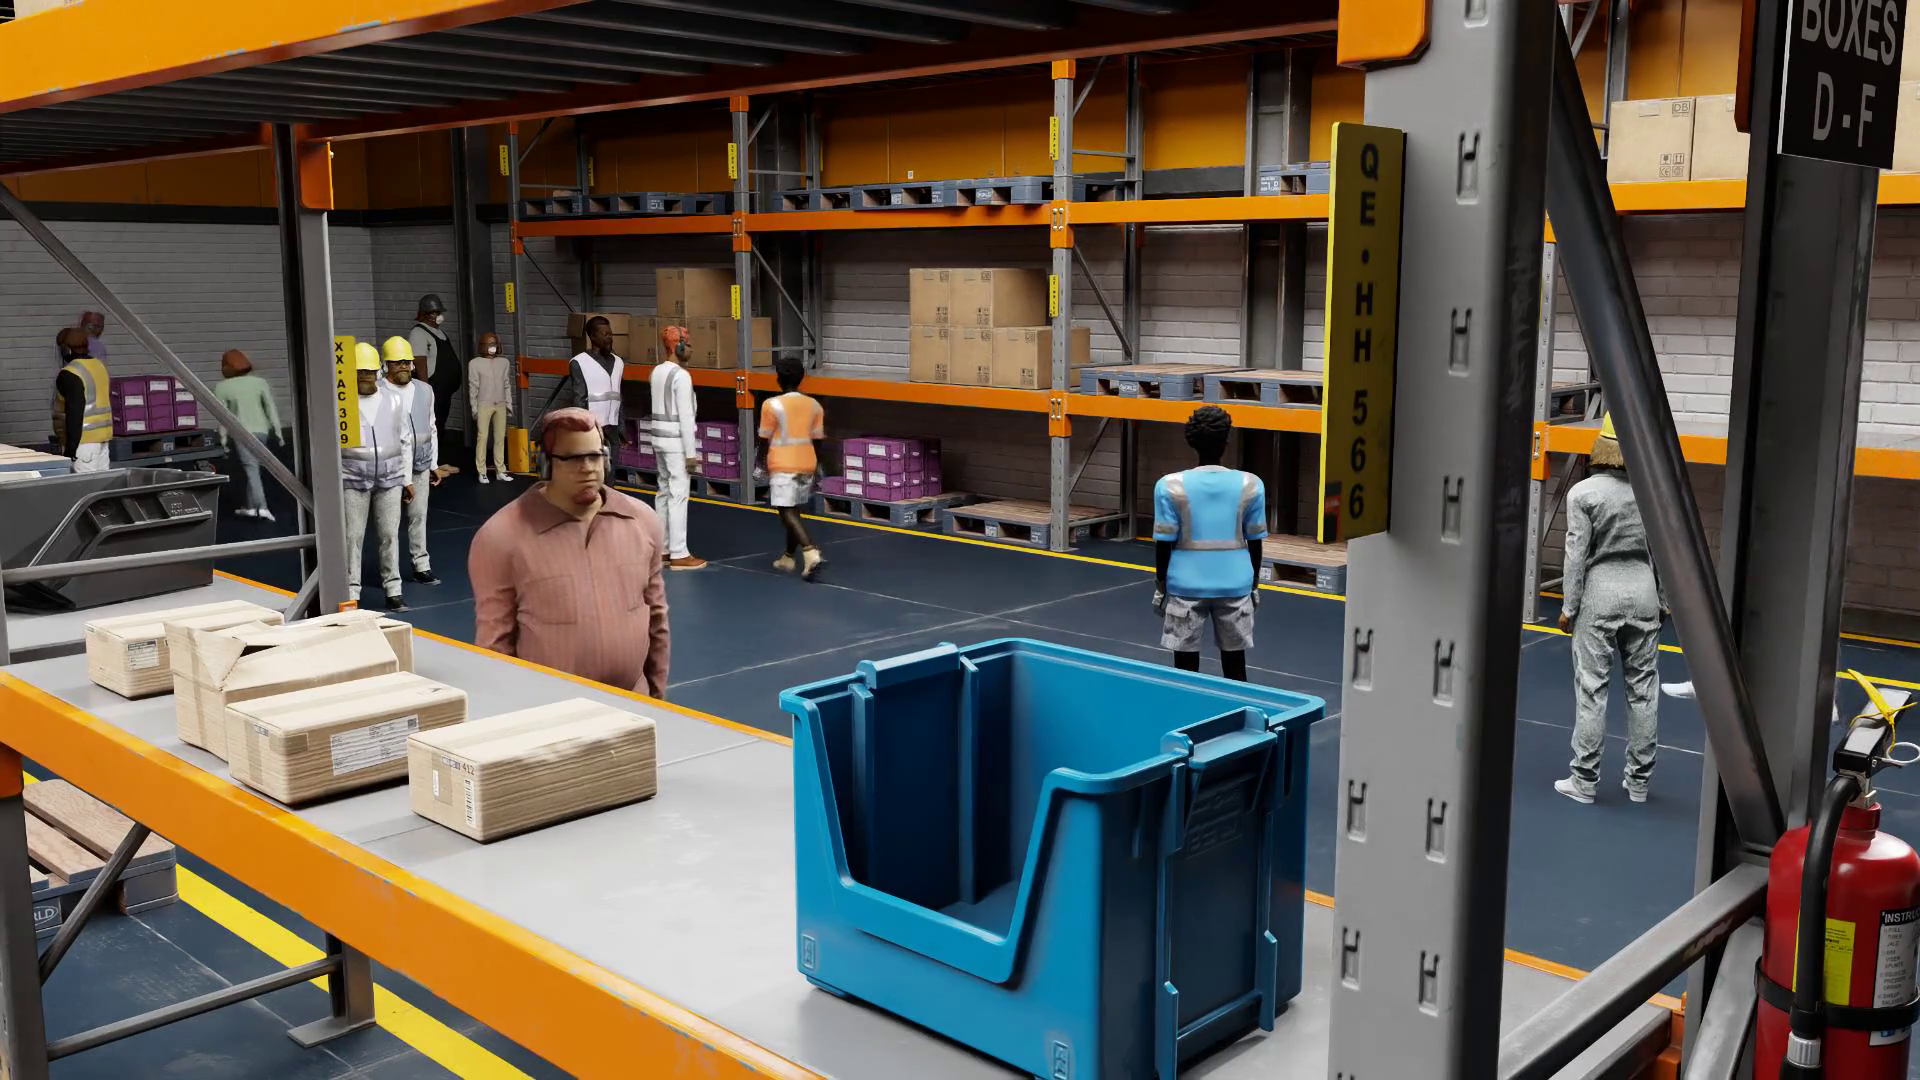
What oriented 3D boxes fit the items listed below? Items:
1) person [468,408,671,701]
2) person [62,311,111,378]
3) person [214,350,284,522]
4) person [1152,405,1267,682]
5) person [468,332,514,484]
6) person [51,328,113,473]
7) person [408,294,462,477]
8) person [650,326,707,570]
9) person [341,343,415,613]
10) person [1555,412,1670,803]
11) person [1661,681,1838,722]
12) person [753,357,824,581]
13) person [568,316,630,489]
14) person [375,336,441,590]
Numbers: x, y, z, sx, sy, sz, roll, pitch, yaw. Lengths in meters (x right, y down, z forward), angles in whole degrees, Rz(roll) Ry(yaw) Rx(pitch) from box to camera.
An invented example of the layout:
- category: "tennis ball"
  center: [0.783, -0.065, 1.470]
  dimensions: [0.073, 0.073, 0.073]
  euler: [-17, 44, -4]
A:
- category: "person"
  center: [-1.179, 0.535, 5.193]
  dimensions: [0.635, 1.899, 0.397]
  euler: [-7, 12, -38]
- category: "person"
  center: [-9.581, -1.585, 18.325]
  dimensions: [0.724, 1.853, 0.822]
  euler: [6, 11, 33]
- category: "person"
  center: [-6.526, -0.960, 15.315]
  dimensions: [0.822, 1.579, 0.539]
  euler: [9, 13, 44]
- category: "person"
  center: [1.137, 0.230, 7.644]
  dimensions: [0.537, 1.699, 0.321]
  euler: [-1, 9, -4]
- category: "person"
  center: [-5.080, -1.433, 18.045]
  dimensions: [0.269, 1.632, 0.509]
  euler: [9, 13, 43]
- category: "person"
  center: [-7.179, -0.813, 13.619]
  dimensions: [0.430, 1.841, 0.623]
  euler: [-1, 9, -5]
- category: "person"
  center: [-5.839, -1.727, 18.602]
  dimensions: [0.537, 2.000, 0.683]
  euler: [0, 9, 1]
- category: "person"
  center: [-2.197, -0.707, 12.836]
  dimensions: [0.348, 1.881, 0.587]
  euler: [-6, 11, -33]
- category: "person"
  center: [-3.946, -0.401, 11.116]
  dimensions: [0.602, 1.828, 0.404]
  euler: [-6, 11, -33]
- category: "person"
  center: [2.837, 0.279, 7.214]
  dimensions: [0.487, 1.744, 0.295]
  euler: [0, 9, -2]
- category: "person"
  center: [4.168, 0.013, 8.614]
  dimensions: [0.887, 1.827, 0.547]
  euler: [6, 11, 35]
- category: "person"
  center: [-1.214, -0.531, 12.430]
  dimensions: [0.543, 1.669, 0.787]
  euler: [-8, 12, -41]
- category: "person"
  center: [-3.058, -0.938, 14.128]
  dimensions: [0.391, 1.922, 0.593]
  euler: [5, 10, 28]
- category: "person"
  center: [-4.035, -0.554, 12.044]
  dimensions: [0.403, 1.833, 0.591]
  euler: [9, 13, 43]
